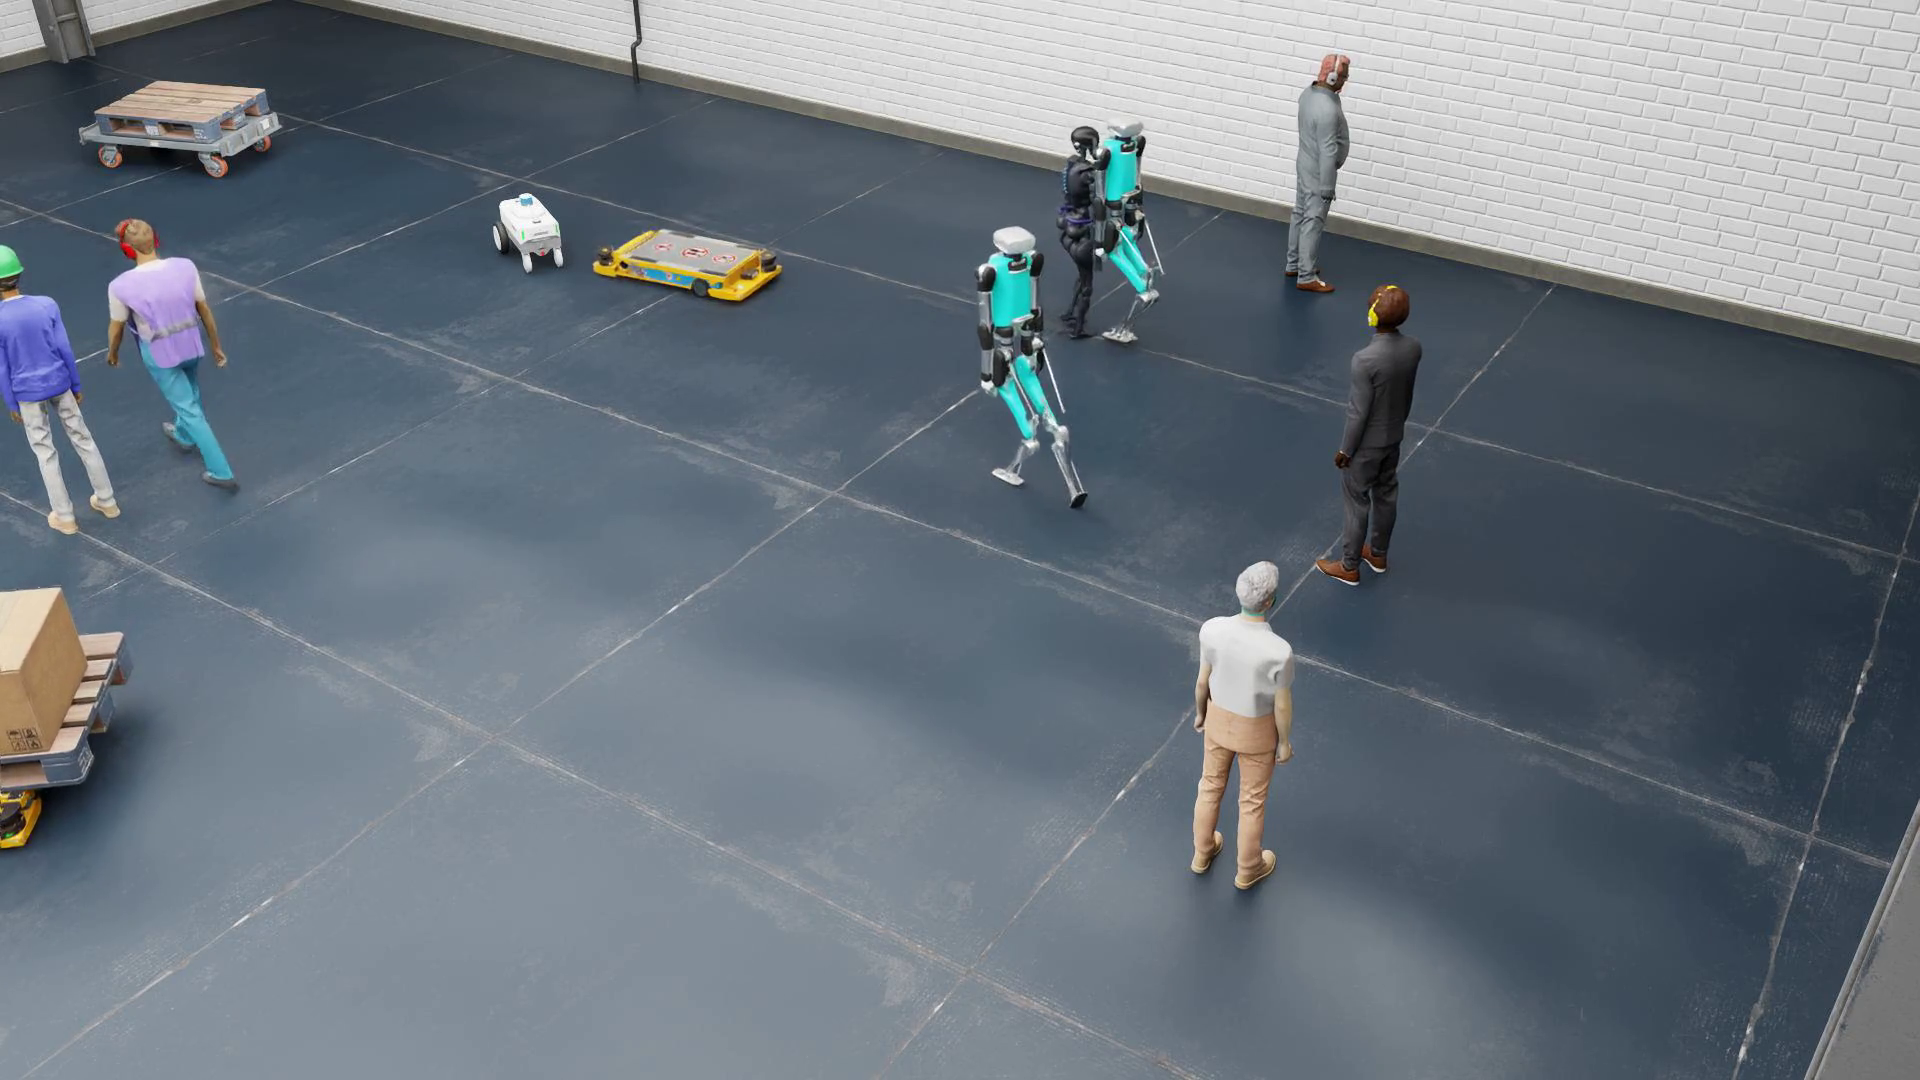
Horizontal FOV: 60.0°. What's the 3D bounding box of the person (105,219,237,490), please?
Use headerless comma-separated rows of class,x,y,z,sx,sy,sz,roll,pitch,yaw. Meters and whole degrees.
person,-5.158,-1.218,10.734,0.949,1.791,0.563,18,37,26

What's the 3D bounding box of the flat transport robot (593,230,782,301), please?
flat transport robot,-2.270,-2.299,13.834,1.431,0.231,0.659,14,35,21

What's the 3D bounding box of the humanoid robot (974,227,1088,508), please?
humanoid robot,0.514,-1.006,10.520,0.557,1.842,0.875,-27,41,-35

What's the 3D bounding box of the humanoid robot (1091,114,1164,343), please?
humanoid robot,1.318,-2.227,12.336,0.693,1.773,0.538,26,41,34

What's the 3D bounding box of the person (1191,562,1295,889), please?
person,1.286,0.845,7.573,0.477,1.748,0.321,19,37,27

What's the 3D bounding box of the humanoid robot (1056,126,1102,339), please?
humanoid robot,0.918,-2.312,12.542,0.324,1.649,0.612,-11,34,-16

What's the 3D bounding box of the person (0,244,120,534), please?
person,-5.646,-0.926,10.233,0.376,1.866,0.452,27,42,35

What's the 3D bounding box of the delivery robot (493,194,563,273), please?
delivery robot,-3.641,-2.642,14.091,0.499,0.581,0.774,-16,36,-23

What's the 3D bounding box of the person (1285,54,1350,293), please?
person,2.887,-2.940,13.325,0.410,1.902,0.639,-3,33,-5

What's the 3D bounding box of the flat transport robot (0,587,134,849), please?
flat transport robot,-4.979,1.077,8.580,0.659,0.231,1.431,-5,33,-8

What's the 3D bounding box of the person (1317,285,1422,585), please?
person,2.407,-0.599,9.705,0.496,1.874,0.344,-19,37,-27
